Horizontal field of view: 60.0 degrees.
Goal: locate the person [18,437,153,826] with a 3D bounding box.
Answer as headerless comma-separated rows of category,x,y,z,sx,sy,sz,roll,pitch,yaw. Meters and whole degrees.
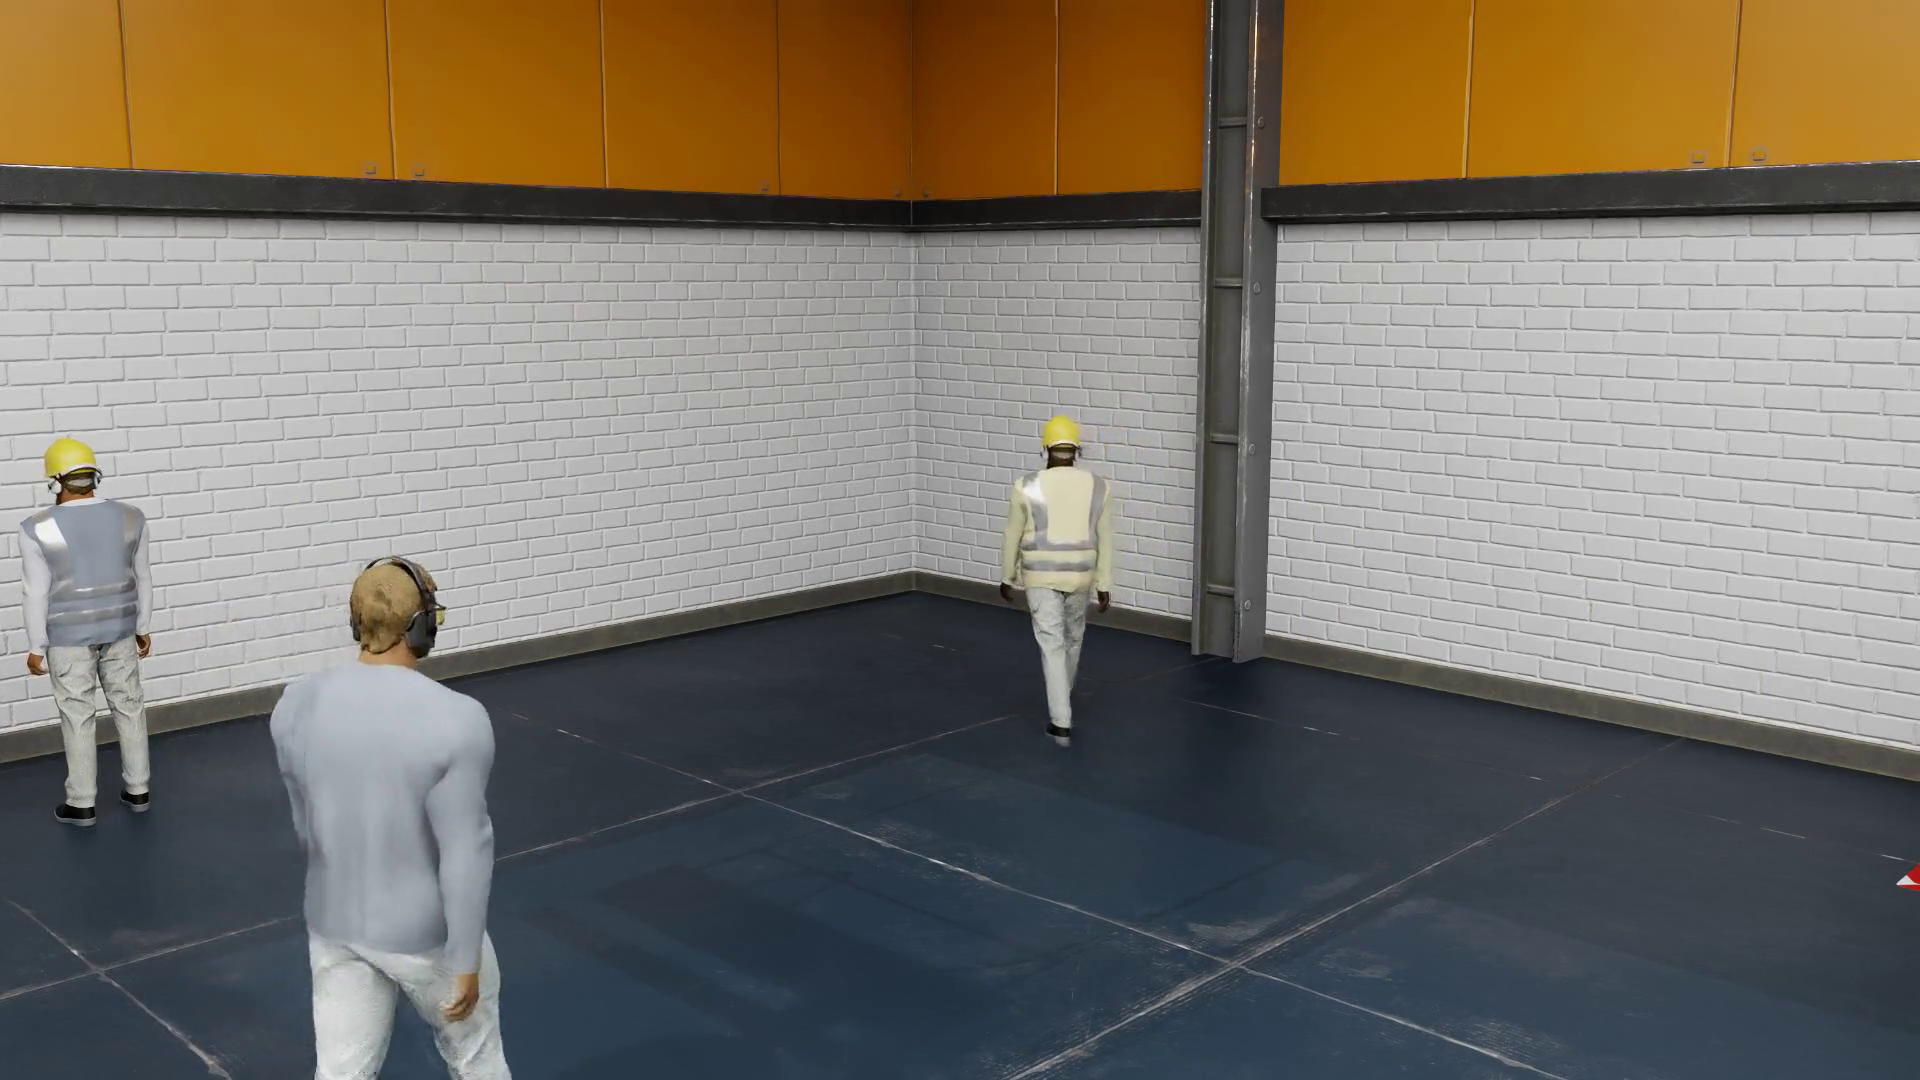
person,-4.108,0.427,7.842,0.404,1.830,0.588,7,12,38

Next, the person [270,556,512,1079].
person,-1.420,0.969,4.338,0.640,1.886,0.991,2,10,13

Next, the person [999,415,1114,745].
person,0.518,0.192,9.400,0.598,1.787,0.914,-3,10,-15
